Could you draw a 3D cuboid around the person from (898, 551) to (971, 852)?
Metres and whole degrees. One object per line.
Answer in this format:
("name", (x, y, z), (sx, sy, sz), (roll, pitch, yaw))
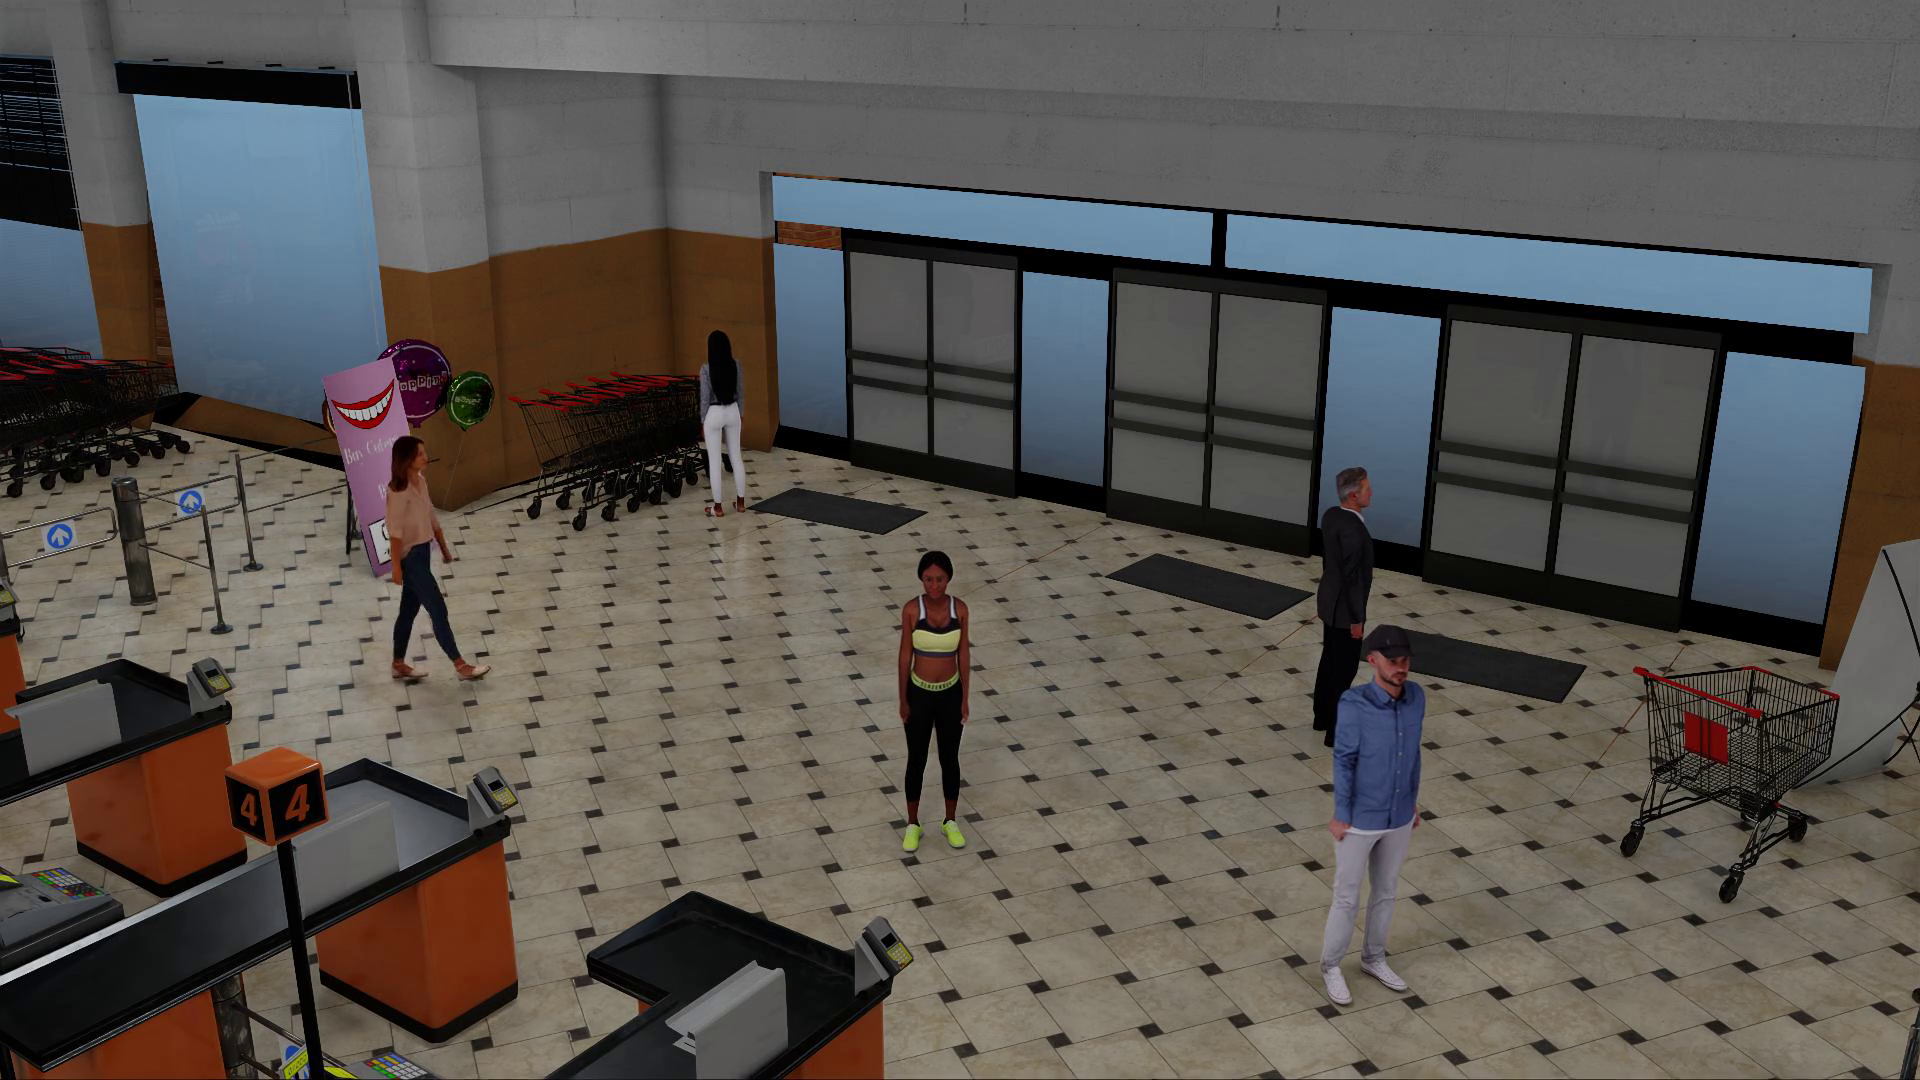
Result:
("person", (-0.147, 0.889, 9.314), (0.639, 1.755, 0.695), (-3, 19, -8))

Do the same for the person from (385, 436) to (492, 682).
("person", (-3.858, 0.152, 11.486), (0.978, 1.763, 1.016), (1, 19, 4))

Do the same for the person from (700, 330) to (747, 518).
("person", (-2.169, -1.075, 15.185), (0.586, 1.725, 0.720), (-12, 22, -31))

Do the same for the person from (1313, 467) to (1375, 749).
("person", (2.452, 0.412, 10.591), (0.863, 1.842, 0.775), (-1, 19, -4))

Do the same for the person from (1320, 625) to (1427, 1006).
("person", (1.981, 1.287, 7.926), (0.693, 1.887, 0.797), (-7, 20, -20))
